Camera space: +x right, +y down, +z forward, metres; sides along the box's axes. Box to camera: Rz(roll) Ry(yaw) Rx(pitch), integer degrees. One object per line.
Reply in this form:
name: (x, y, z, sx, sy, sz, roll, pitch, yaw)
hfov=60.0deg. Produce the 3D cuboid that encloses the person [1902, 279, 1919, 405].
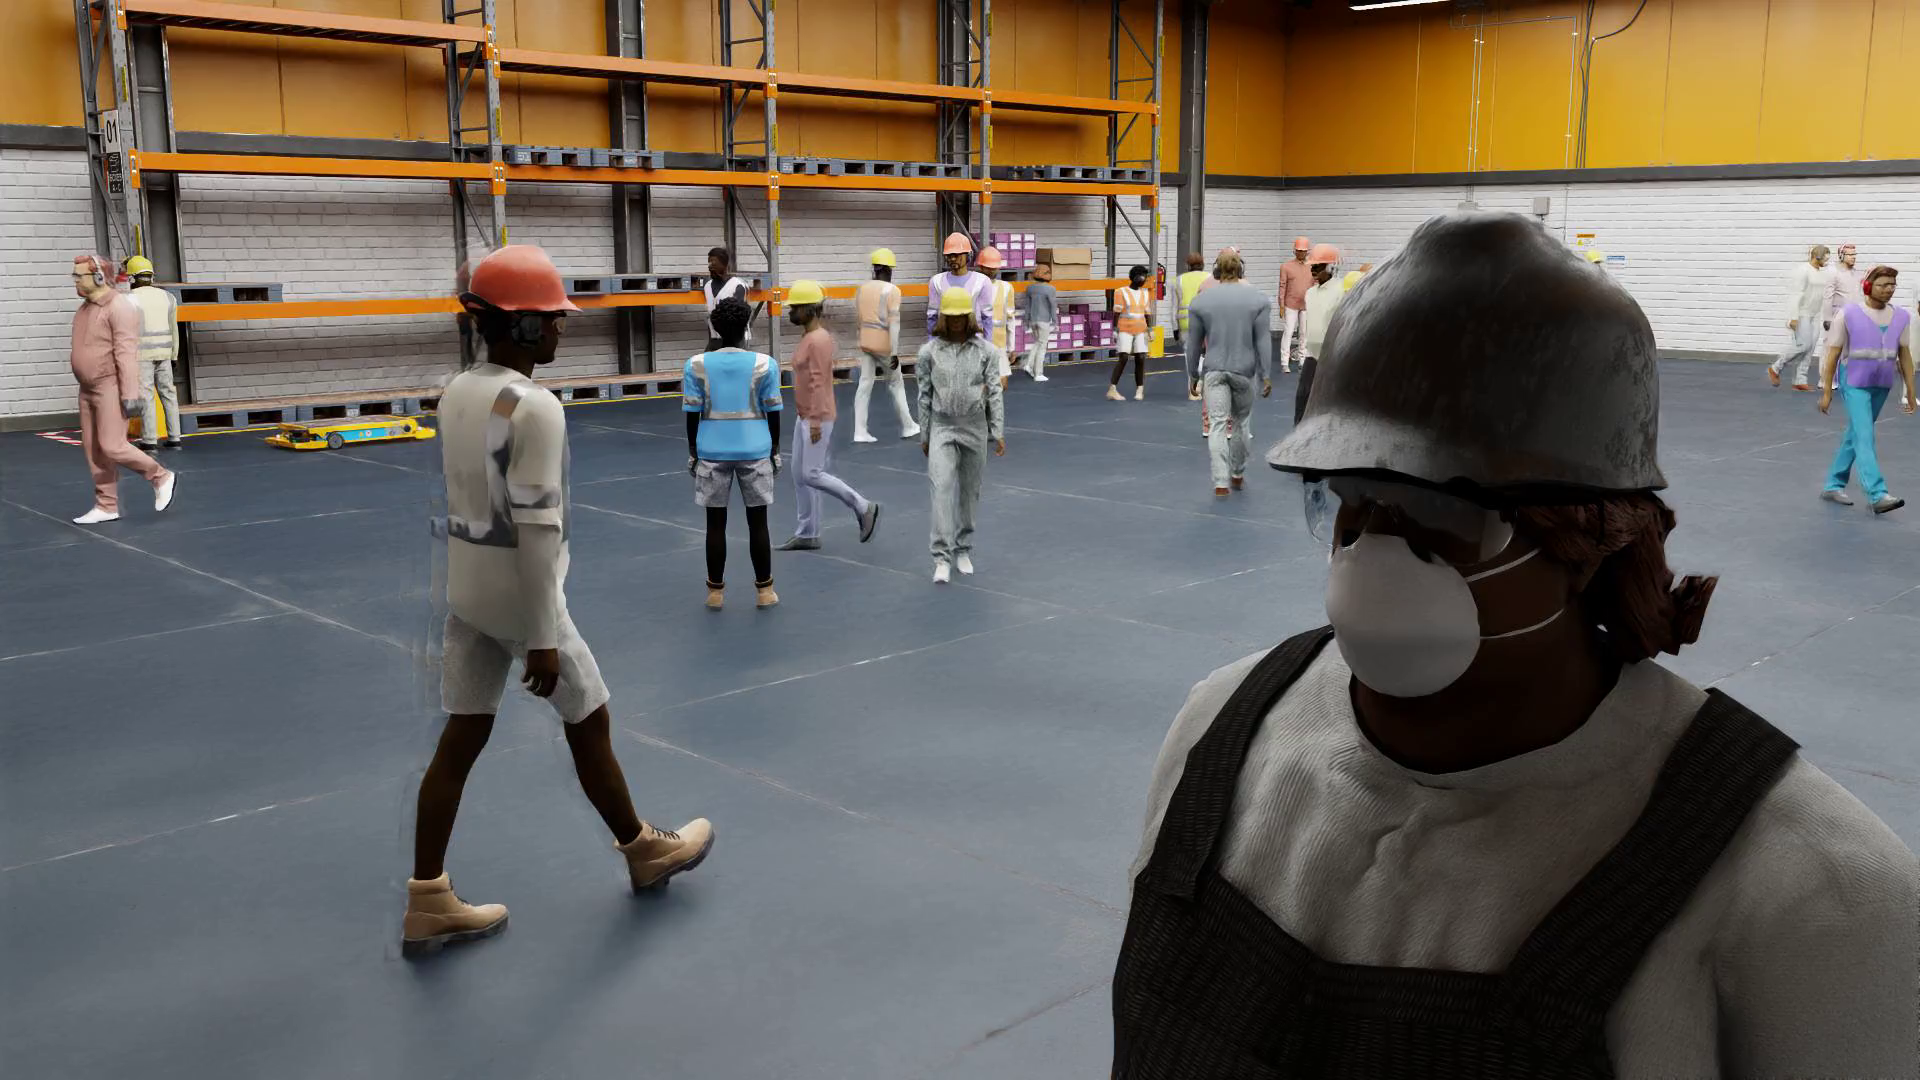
person: (11.509, -2.473, 19.593, 0.522, 1.827, 0.881, -2, 11, -12)

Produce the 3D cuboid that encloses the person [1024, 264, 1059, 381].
person: (1.137, -3.021, 23.164, 0.500, 1.624, 0.358, 10, 14, 44)

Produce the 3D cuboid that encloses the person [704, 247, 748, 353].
person: (-2.440, -2.007, 16.892, 0.593, 1.900, 0.587, 9, 13, 39)

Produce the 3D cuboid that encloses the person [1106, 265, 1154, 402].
person: (2.068, -2.530, 20.391, 0.646, 1.655, 0.374, -5, 12, -26)

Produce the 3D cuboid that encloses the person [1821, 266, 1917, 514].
person: (6.709, -1.100, 12.200, 0.591, 1.790, 0.955, -2, 11, -9)

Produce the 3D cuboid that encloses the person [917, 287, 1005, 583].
person: (0.010, -0.604, 9.725, 0.504, 1.712, 0.799, -1, 10, -6)

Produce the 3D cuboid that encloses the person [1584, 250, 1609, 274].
person: (8.963, -3.203, 23.627, 0.588, 1.813, 0.431, -6, 12, -28)

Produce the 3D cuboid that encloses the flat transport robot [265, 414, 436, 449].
flat transport robot: (-5.920, -1.063, 16.171, 0.652, 0.197, 1.431, 10, 14, 43)

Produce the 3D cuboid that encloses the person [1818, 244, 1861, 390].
person: (11.621, -2.936, 21.918, 0.652, 1.906, 0.409, -6, 12, -29)

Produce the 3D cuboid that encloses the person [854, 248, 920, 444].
person: (-0.727, -1.900, 16.325, 0.608, 1.879, 0.953, 8, 13, 38)

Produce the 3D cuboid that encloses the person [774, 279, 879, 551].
person: (-0.875, -0.783, 10.612, 0.580, 1.747, 0.530, -3, 11, -17)

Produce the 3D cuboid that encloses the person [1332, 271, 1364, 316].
person: (3.522, -1.499, 14.598, 0.541, 1.724, 0.860, 9, 14, 40)

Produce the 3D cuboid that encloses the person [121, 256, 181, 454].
person: (-7.560, -1.719, 15.487, 0.403, 1.830, 0.600, 6, 12, 28)

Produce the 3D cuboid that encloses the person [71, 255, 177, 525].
person: (-5.968, -1.057, 11.718, 0.657, 1.885, 0.594, 7, 13, 35)

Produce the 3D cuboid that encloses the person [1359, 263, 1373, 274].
person: (5.587, -2.987, 22.938, 0.497, 1.634, 0.279, 3, 11, 17)

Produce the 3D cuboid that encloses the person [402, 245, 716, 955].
person: (-1.224, 0.155, 4.835, 1.031, 1.984, 0.630, -10, 14, -43)

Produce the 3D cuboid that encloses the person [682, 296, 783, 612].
person: (-1.217, -0.456, 8.966, 0.538, 1.695, 0.320, -1, 10, -3)

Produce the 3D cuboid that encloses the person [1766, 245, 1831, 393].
person: (10.900, -2.861, 21.520, 0.683, 1.902, 0.559, -6, 12, -31)

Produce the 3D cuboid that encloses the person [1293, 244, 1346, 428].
person: (3.327, -1.668, 14.912, 0.984, 1.957, 0.630, -6, 12, -31)

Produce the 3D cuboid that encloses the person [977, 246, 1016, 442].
person: (0.273, -1.925, 16.391, 0.588, 1.914, 0.576, -3, 11, -18)

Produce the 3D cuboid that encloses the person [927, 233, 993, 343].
person: (-0.012, -1.778, 15.230, 0.615, 2.041, 0.376, 3, 11, 14)

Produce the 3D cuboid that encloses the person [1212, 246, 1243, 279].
person: (4.123, -3.593, 25.641, 0.526, 1.855, 0.438, 1, 10, 6)

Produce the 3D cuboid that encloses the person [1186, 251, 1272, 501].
person: (2.089, -1.293, 12.986, 0.645, 1.891, 0.955, 1, 10, 8)

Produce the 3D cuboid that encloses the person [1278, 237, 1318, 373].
person: (4.992, -3.450, 24.490, 0.616, 1.990, 0.393, -2, 11, -10)

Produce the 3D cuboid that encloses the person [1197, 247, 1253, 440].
person: (2.657, -1.947, 16.527, 0.399, 1.907, 0.644, -9, 14, -40)

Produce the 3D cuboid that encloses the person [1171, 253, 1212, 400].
person: (2.983, -2.664, 20.737, 0.634, 1.786, 0.980, 5, 11, 24)
